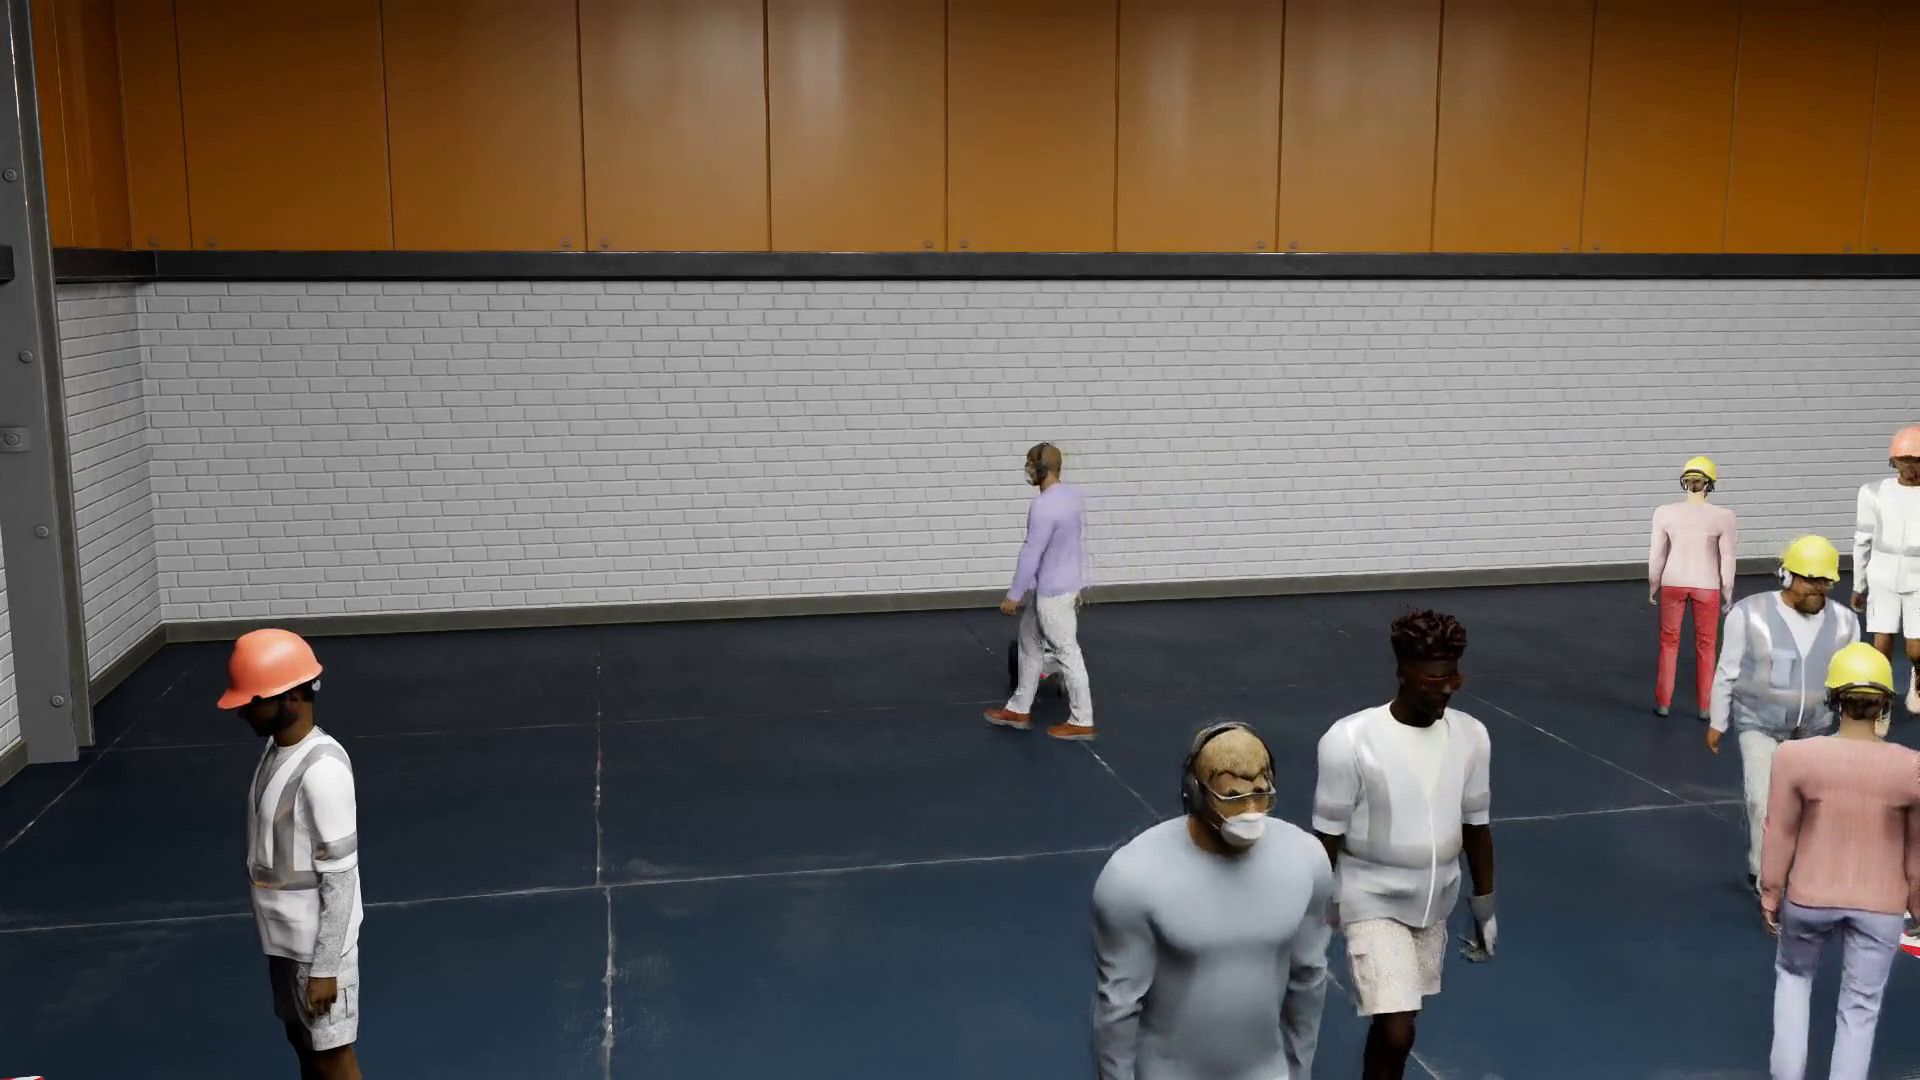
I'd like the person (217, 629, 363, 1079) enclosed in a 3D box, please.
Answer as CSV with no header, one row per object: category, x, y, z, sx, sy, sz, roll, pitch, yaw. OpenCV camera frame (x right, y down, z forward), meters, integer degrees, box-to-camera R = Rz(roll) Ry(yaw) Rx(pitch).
person,-2.039,1.213,5.126,0.367,1.930,0.542,-7,12,-38

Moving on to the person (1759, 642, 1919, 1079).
person,3.017,1.214,5.677,0.527,1.753,0.447,5,11,28

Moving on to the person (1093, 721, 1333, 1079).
person,0.628,1.369,4.181,0.638,1.919,0.466,-2,10,-13

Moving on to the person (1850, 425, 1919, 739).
person,6.076,0.259,10.671,0.618,2.027,0.663,8,12,39

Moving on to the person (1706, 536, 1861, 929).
person,3.812,0.874,7.595,0.613,1.790,0.848,0,9,3

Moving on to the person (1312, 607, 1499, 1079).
person,1.446,1.174,5.296,0.628,1.941,0.678,-4,10,-21

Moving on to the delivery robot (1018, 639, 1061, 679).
delivery robot,0.592,0.743,11.883,0.477,0.478,0.707,1,9,3

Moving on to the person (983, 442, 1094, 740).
person,0.476,0.331,10.591,0.878,1.901,0.628,2,10,14

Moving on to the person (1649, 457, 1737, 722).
person,4.864,0.323,11.075,0.531,1.757,0.337,5,10,27
